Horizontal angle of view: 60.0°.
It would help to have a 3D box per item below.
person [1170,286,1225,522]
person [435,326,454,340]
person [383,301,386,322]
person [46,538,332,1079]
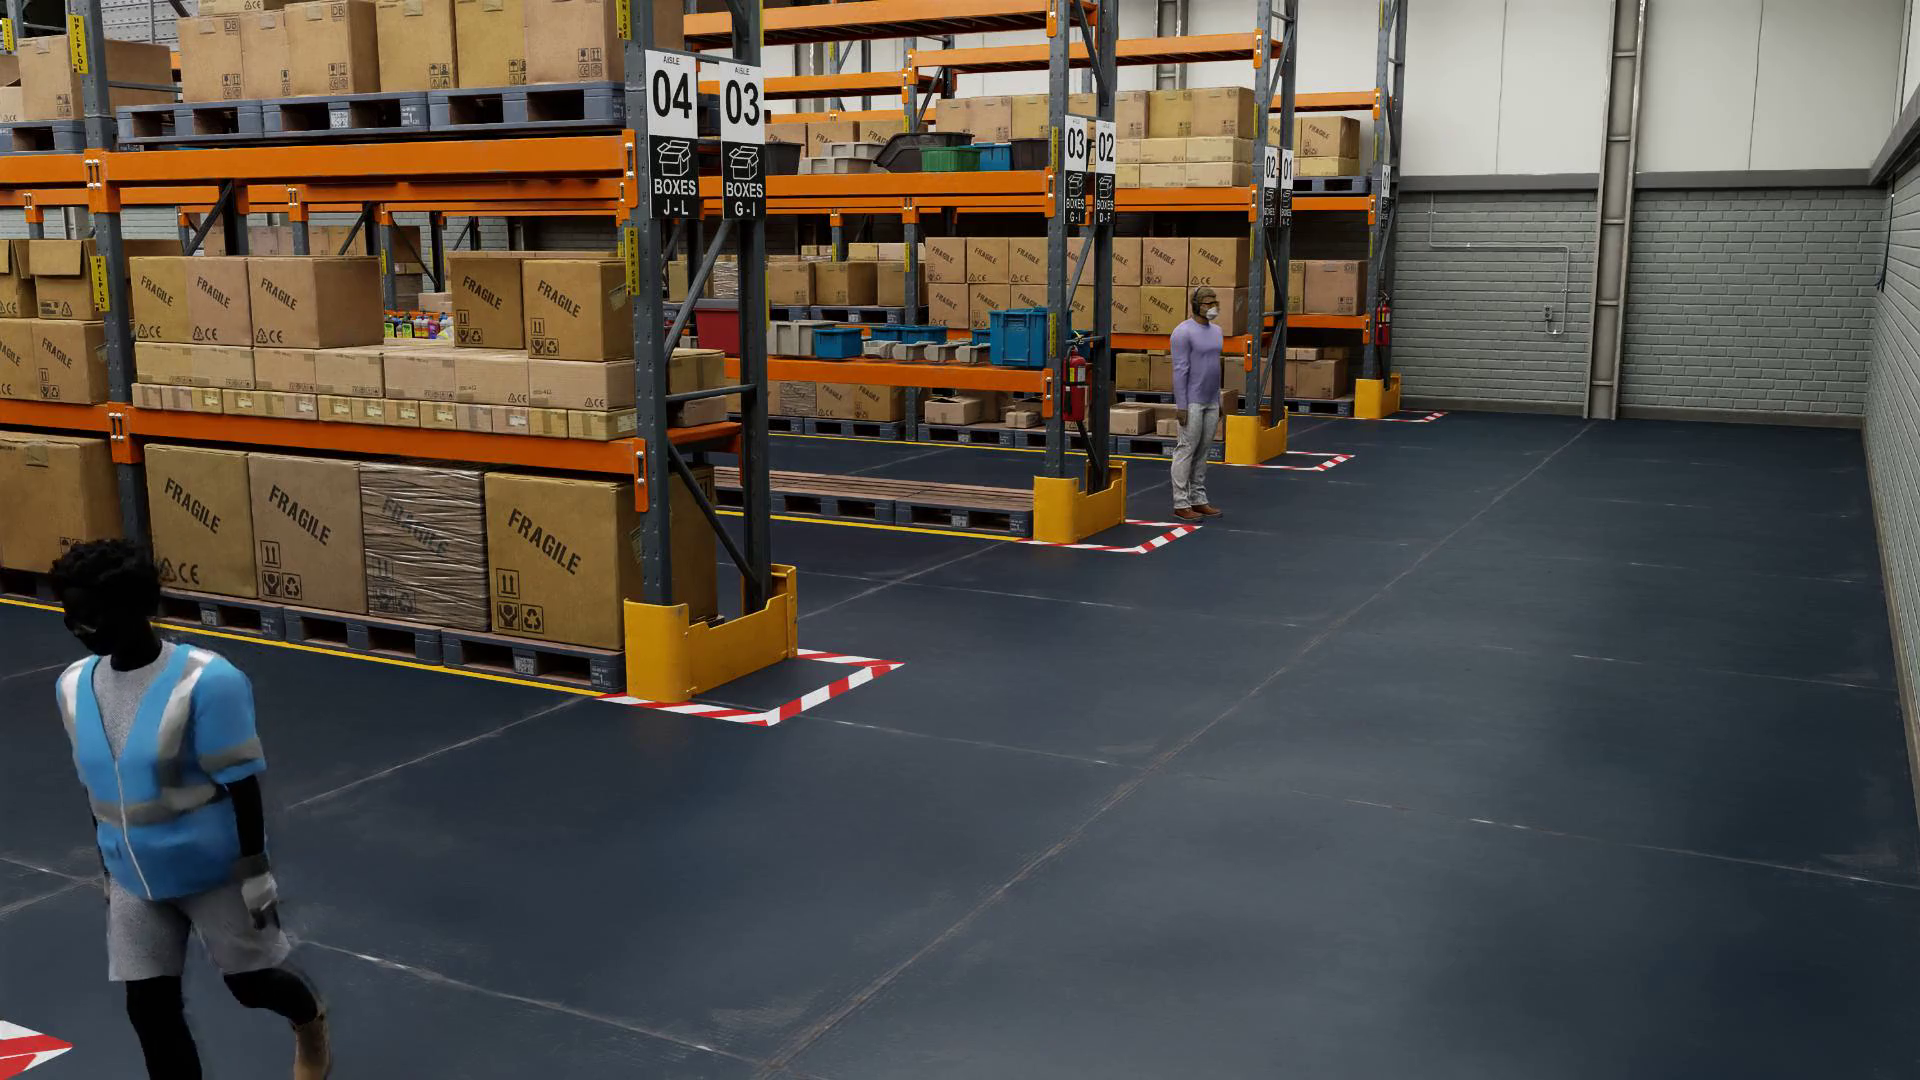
[{"bbox_3d":[1.980,-1.127,13.766,0.373,1.940,0.628,9,14,41],"label":"person"},{"bbox_3d":[-4.131,-1.143,14.113,0.429,1.846,0.625,7,13,34],"label":"person"},{"bbox_3d":[-4.949,-1.094,13.895,0.414,1.834,0.566,-1,10,-3],"label":"person"},{"bbox_3d":[-1.882,0.782,4.144,0.572,1.660,0.758,3,11,14],"label":"person"}]
